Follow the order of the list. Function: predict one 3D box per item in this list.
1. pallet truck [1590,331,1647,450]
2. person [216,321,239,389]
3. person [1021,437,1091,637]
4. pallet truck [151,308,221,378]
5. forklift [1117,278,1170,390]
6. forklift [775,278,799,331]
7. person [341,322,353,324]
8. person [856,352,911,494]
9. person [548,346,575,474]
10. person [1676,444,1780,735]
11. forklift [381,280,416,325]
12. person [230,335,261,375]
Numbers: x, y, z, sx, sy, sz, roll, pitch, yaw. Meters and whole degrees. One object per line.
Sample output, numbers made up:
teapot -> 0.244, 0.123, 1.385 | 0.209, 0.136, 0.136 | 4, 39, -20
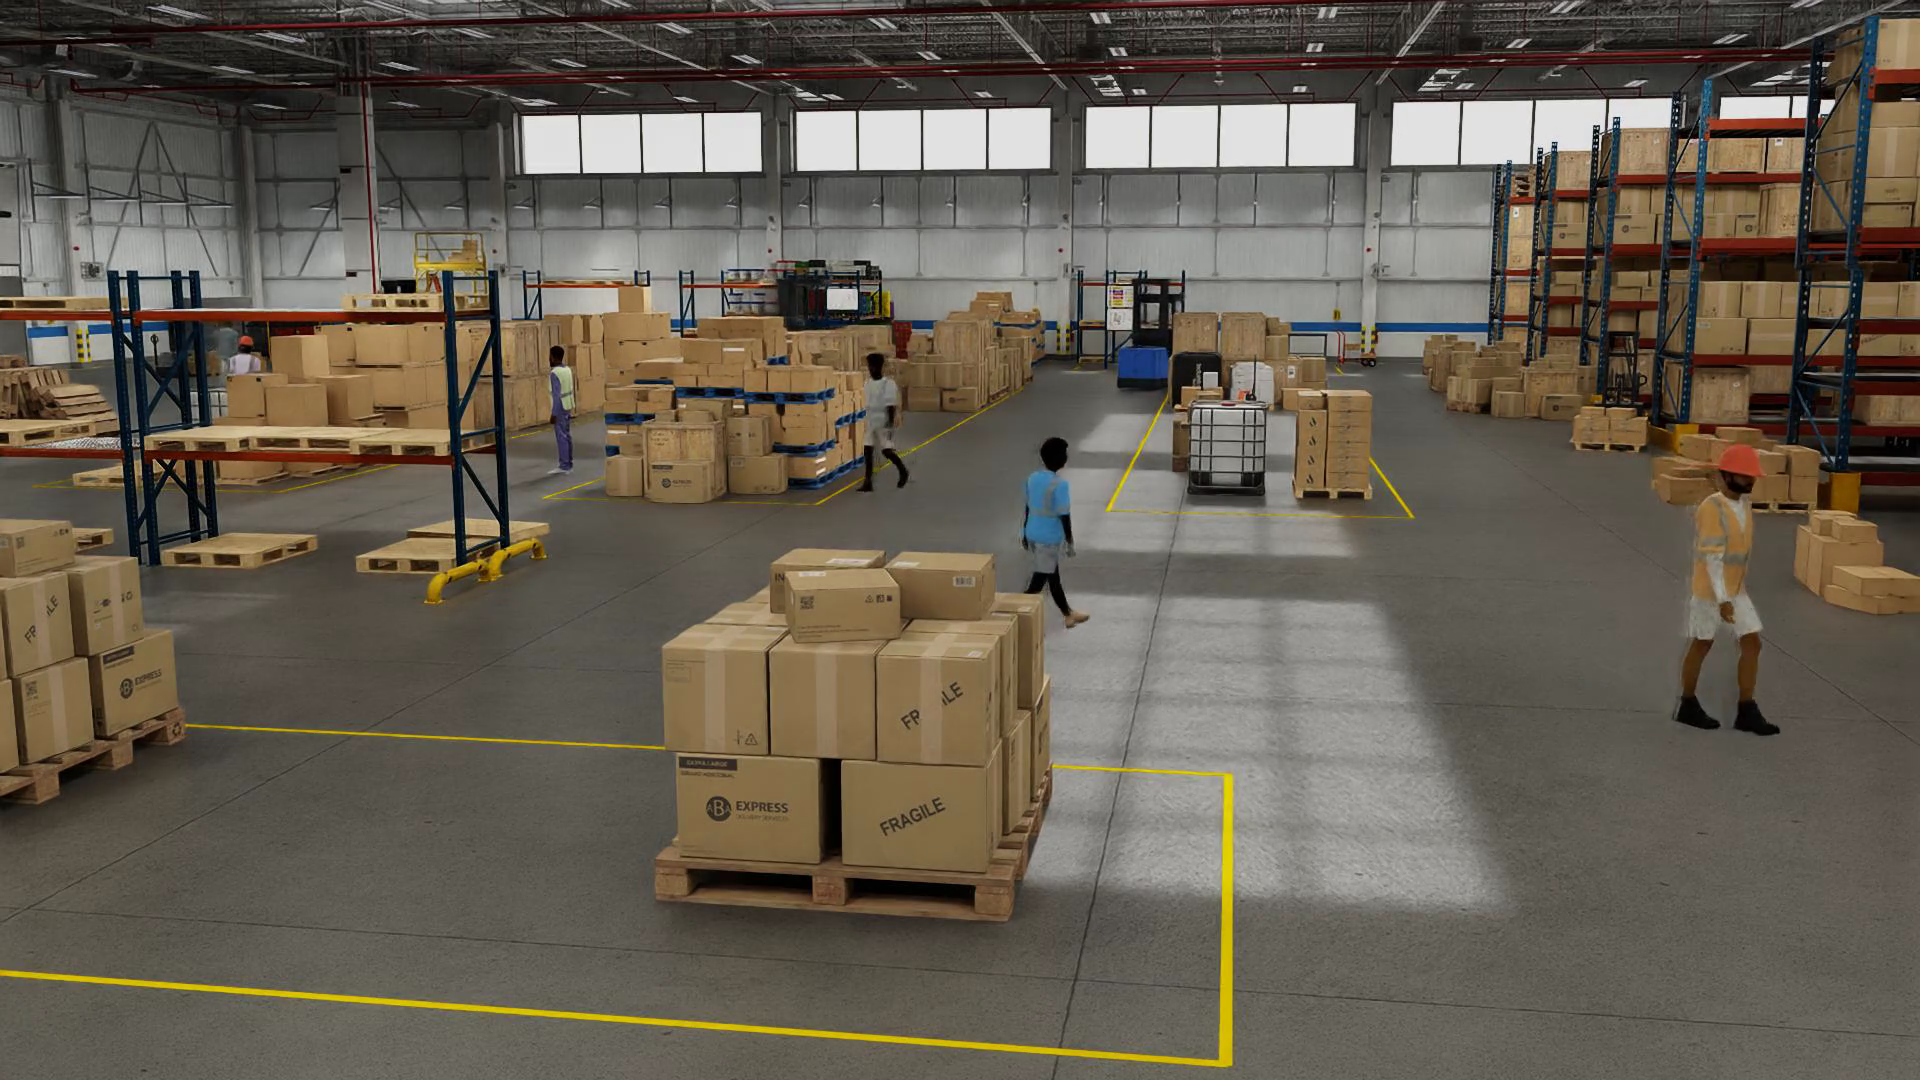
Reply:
pallet truck -> 11.253, -2.573, 28.499 | 0.823, 1.965, 1.885 | 5, 10, 27
person -> -17.566, -4.416, 40.168 | 0.635, 1.905, 0.918 | 2, 9, 13
person -> 0.814, -0.019, 13.746 | 0.833, 1.657, 0.552 | -5, 10, -26
pallet truck -> -21.869, -5.598, 47.154 | 0.823, 1.965, 1.885 | 4, 10, 26
forklift -> 4.832, -5.277, 42.458 | 1.129, 2.768, 1.873 | 5, 10, 27
forklift -> -4.383, -5.272, 42.429 | 1.873, 2.768, 1.129 | 1, 9, 9
person -> -17.159, -5.463, 46.743 | 0.770, 1.865, 0.577 | 6, 11, 33
person -> -1.054, -1.606, 22.722 | 0.609, 1.939, 0.842 | 9, 13, 43
person -> -5.953, -1.935, 24.808 | 0.392, 1.919, 0.590 | 1, 9, 4
person -> 5.054, 0.337, 10.813 | 0.552, 1.905, 0.784 | -5, 11, -30
forklift -> -11.957, -4.169, 35.627 | 1.873, 2.768, 1.129 | 1, 9, 9
person -> -12.609, -2.660, 29.347 | 0.548, 1.900, 0.908 | 1, 9, 4
